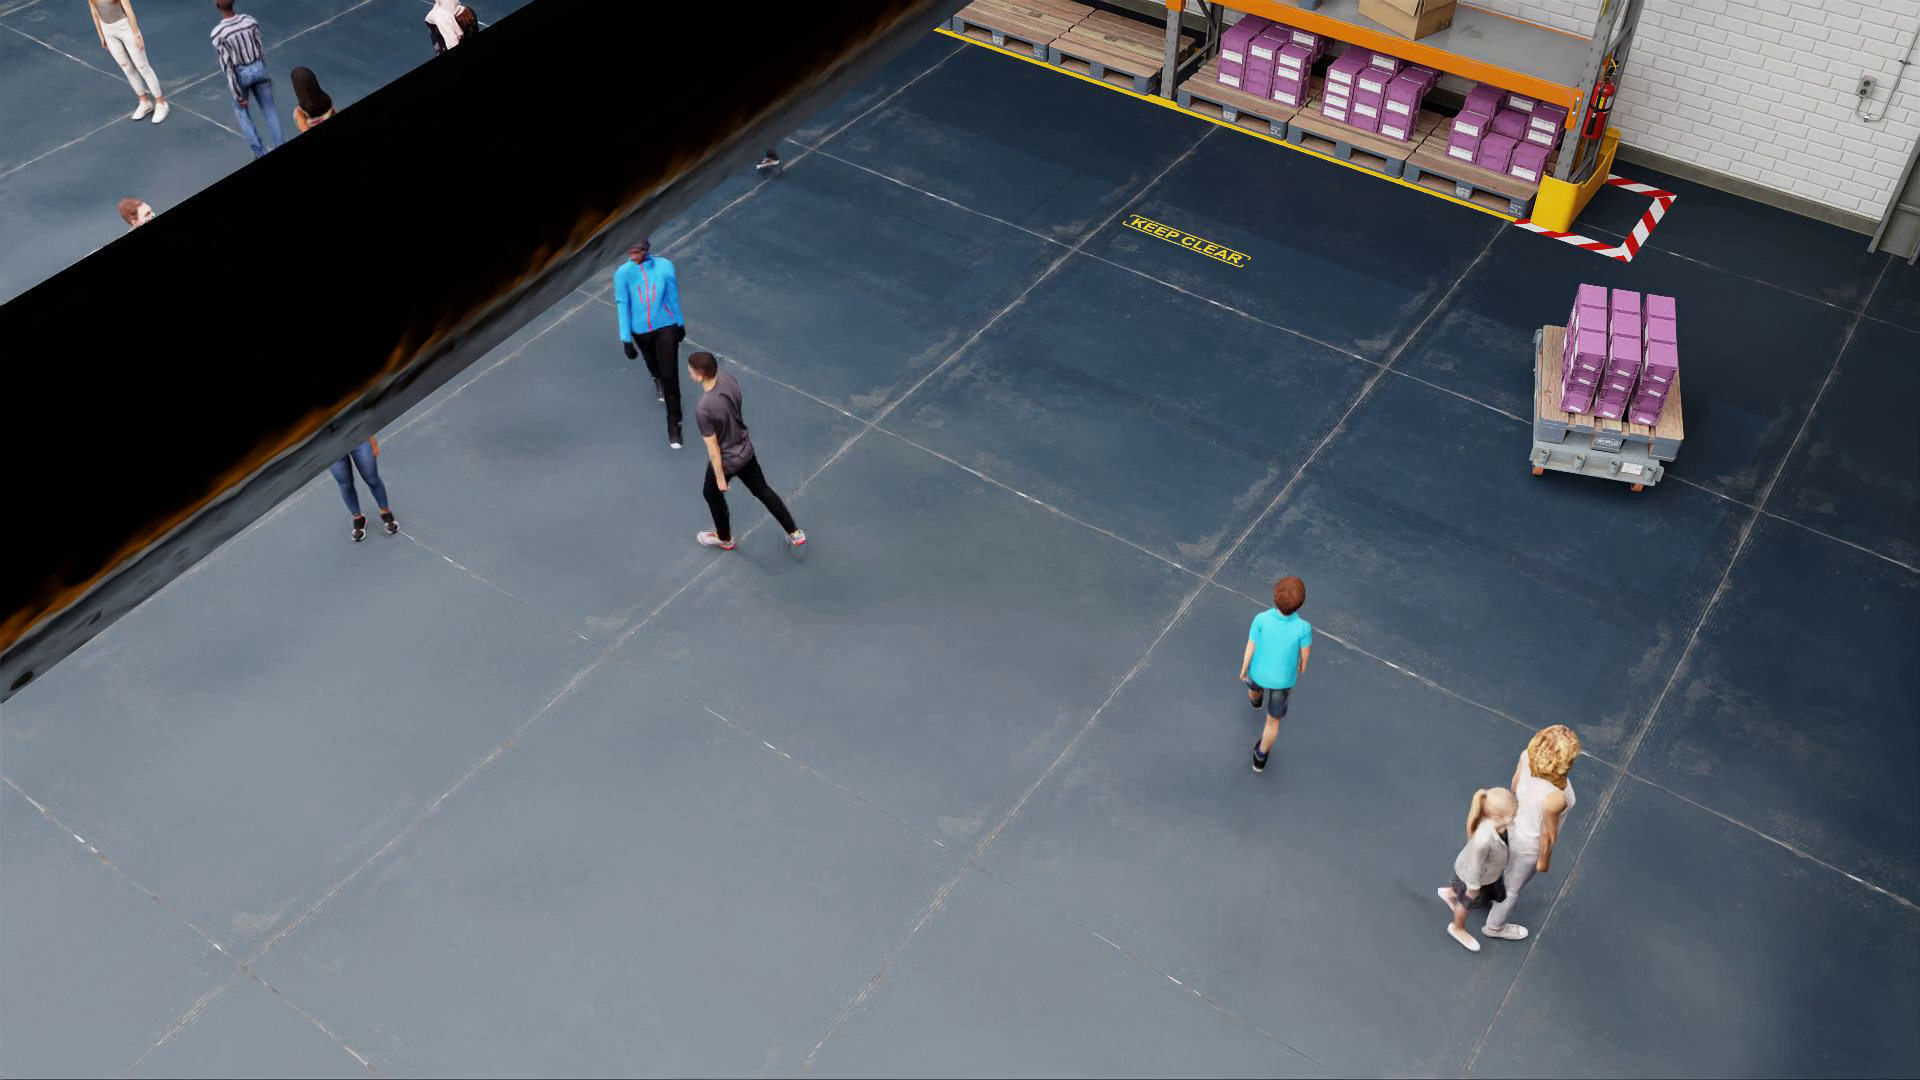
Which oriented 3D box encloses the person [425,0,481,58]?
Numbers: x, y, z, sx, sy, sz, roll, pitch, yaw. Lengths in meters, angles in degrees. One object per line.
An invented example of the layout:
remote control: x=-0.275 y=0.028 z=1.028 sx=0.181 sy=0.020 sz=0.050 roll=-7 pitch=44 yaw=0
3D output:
person: x=-4.703 y=-4.512 z=15.674 sx=0.730 sy=1.637 sz=0.752 roll=-23 pitch=48 yaw=-22

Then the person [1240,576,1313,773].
person: x=1.913 y=0.853 z=10.203 sx=0.933 sy=1.415 sz=0.774 roll=12 pitch=45 yaw=12

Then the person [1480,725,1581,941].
person: x=3.132 y=1.606 z=9.227 sx=0.739 sy=1.671 sz=0.683 roll=-6 pitch=44 yaw=-6

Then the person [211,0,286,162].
person: x=-6.428 y=-4.155 z=15.197 sx=0.719 sy=1.778 sz=0.680 roll=33 pitch=53 yaw=30

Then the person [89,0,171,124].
person: x=-8.053 y=-4.869 z=15.992 sx=0.606 sy=1.716 sz=0.725 roll=6 pitch=44 yaw=6

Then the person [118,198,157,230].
person: x=-6.043 y=-1.775 z=12.604 sx=1.270 sy=1.908 sz=1.105 roll=-1 pitch=44 yaw=-1

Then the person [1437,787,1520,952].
person: x=2.861 y=1.800 z=9.317 sx=0.567 sy=1.267 sz=0.647 roll=-34 pitch=53 yaw=-31

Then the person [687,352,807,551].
person: x=-1.505 y=-0.554 z=11.460 sx=1.087 sy=1.719 sz=0.799 roll=20 pitch=47 yaw=20

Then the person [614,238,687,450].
person: x=-2.335 y=-1.649 z=12.597 sx=1.171 sy=1.735 sz=1.246 roll=-8 pitch=44 yaw=-8

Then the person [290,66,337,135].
person: x=-5.423 y=-3.308 z=14.421 sx=0.942 sy=1.621 sz=0.686 roll=22 pitch=48 yaw=21
